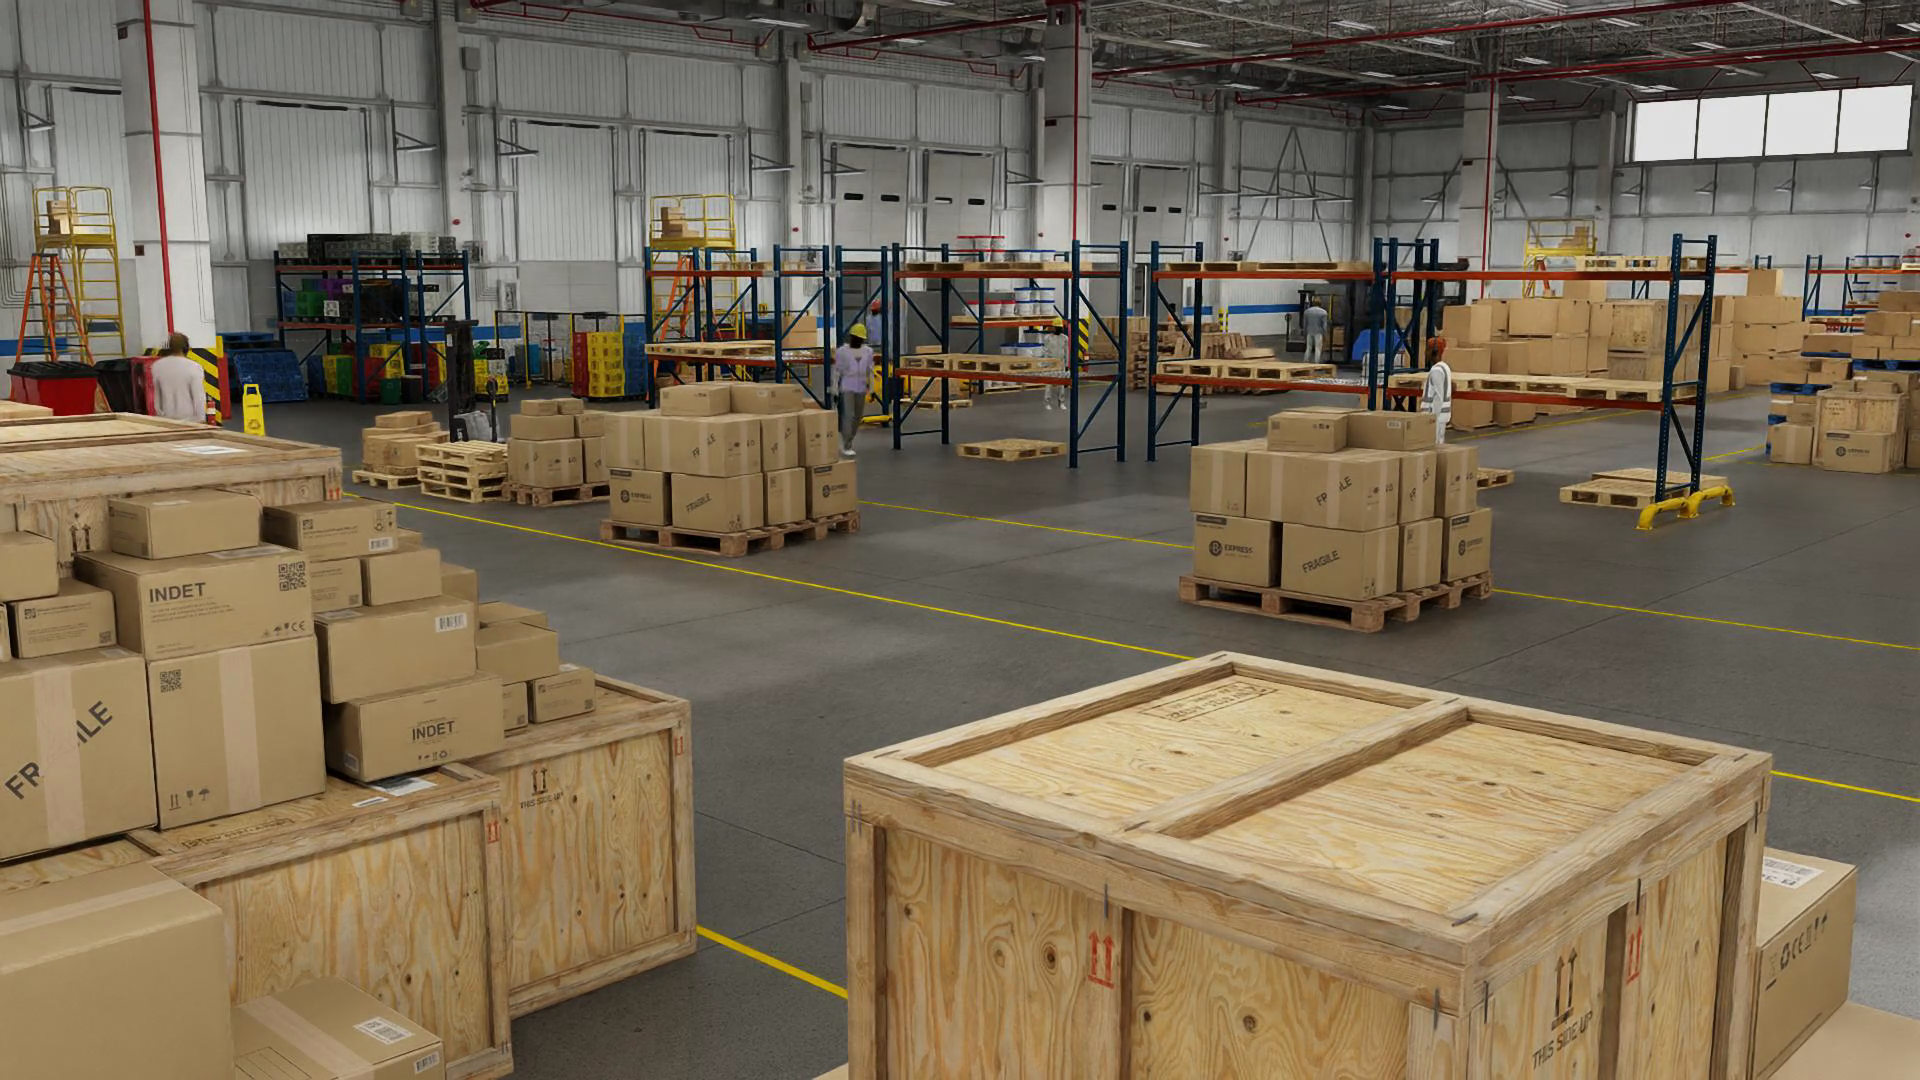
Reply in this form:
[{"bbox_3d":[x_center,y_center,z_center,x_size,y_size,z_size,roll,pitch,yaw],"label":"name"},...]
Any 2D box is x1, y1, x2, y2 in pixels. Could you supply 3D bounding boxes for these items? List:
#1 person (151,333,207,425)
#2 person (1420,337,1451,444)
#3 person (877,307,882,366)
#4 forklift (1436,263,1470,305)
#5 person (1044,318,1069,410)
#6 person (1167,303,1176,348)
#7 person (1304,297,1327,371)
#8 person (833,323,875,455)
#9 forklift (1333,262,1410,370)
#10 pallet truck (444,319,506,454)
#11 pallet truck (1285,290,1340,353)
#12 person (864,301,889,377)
[{"bbox_3d":[-9.066,-1.442,19.321,0.640,1.918,0.619,1,9,6],"label":"person"},{"bbox_3d":[5.429,-1.372,19.004,0.337,1.882,0.584,4,10,21],"label":"person"},{"bbox_3d":[-2.154,-5.382,44.378,0.314,1.632,0.521,-2,9,-9],"label":"person"},{"bbox_3d":[13.505,-6.247,45.844,1.873,2.768,1.129,-8,12,-41],"label":"forklift"},{"bbox_3d":[1.820,-3.320,31.415,0.483,1.735,0.347,-2,9,-12],"label":"person"},{"bbox_3d":[5.938,-5.797,46.708,0.315,1.696,0.541,0,9,1],"label":"person"},{"bbox_3d":[9.235,-5.349,43.273,0.628,1.929,0.356,6,11,32],"label":"person"},{"bbox_3d":[-1.573,-2.186,23.998,0.599,1.892,0.712,-5,11,-30],"label":"person"},{"bbox_3d":[10.601,-5.771,42.927,1.129,2.768,1.873,-7,11,-35],"label":"forklift"},{"bbox_3d":[-6.981,-1.942,22.150,1.885,1.965,0.823,1,9,9],"label":"pallet truck"},{"bbox_3d":[11.297,-6.951,52.861,1.885,1.965,0.823,-5,11,-29],"label":"pallet truck"},{"bbox_3d":[-2.089,-4.904,40.717,0.585,1.854,1.088,4,10,23],"label":"person"}]
